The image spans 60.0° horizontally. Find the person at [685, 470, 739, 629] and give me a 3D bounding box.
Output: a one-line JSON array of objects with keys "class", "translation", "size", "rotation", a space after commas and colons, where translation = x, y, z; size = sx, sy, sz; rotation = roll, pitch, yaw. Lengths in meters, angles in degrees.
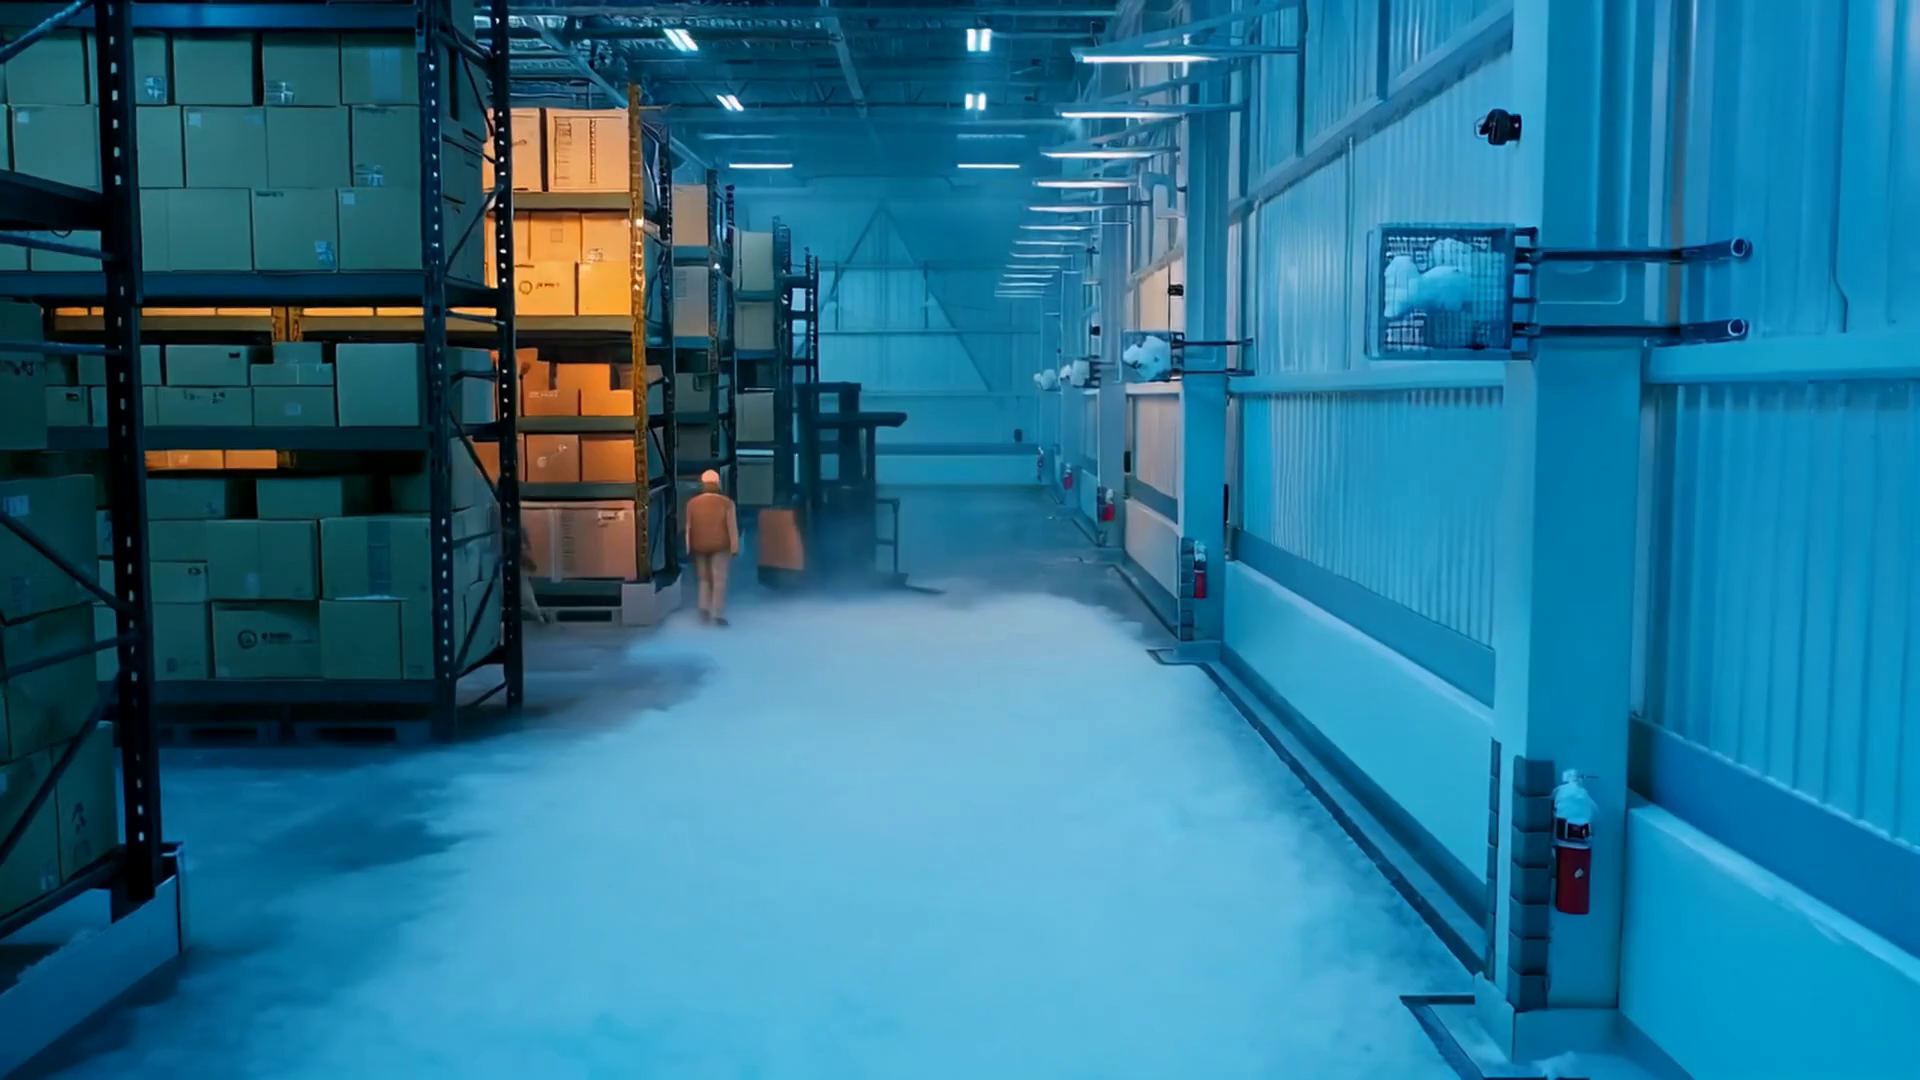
[{"class": "person", "translation": [-2.822, 0.100, 19.015], "size": [0.642, 1.790, 0.747], "rotation": [1, 5, 7]}]

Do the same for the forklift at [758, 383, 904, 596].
[{"class": "forklift", "translation": [-1.800, -0.734, 22.471], "size": [1.129, 2.768, 1.873], "rotation": [-5, 7, -44]}]

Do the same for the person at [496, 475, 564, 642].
[{"class": "person", "translation": [-4.766, 0.201, 17.854], "size": [0.968, 1.791, 0.630], "rotation": [-2, 5, -22]}]
